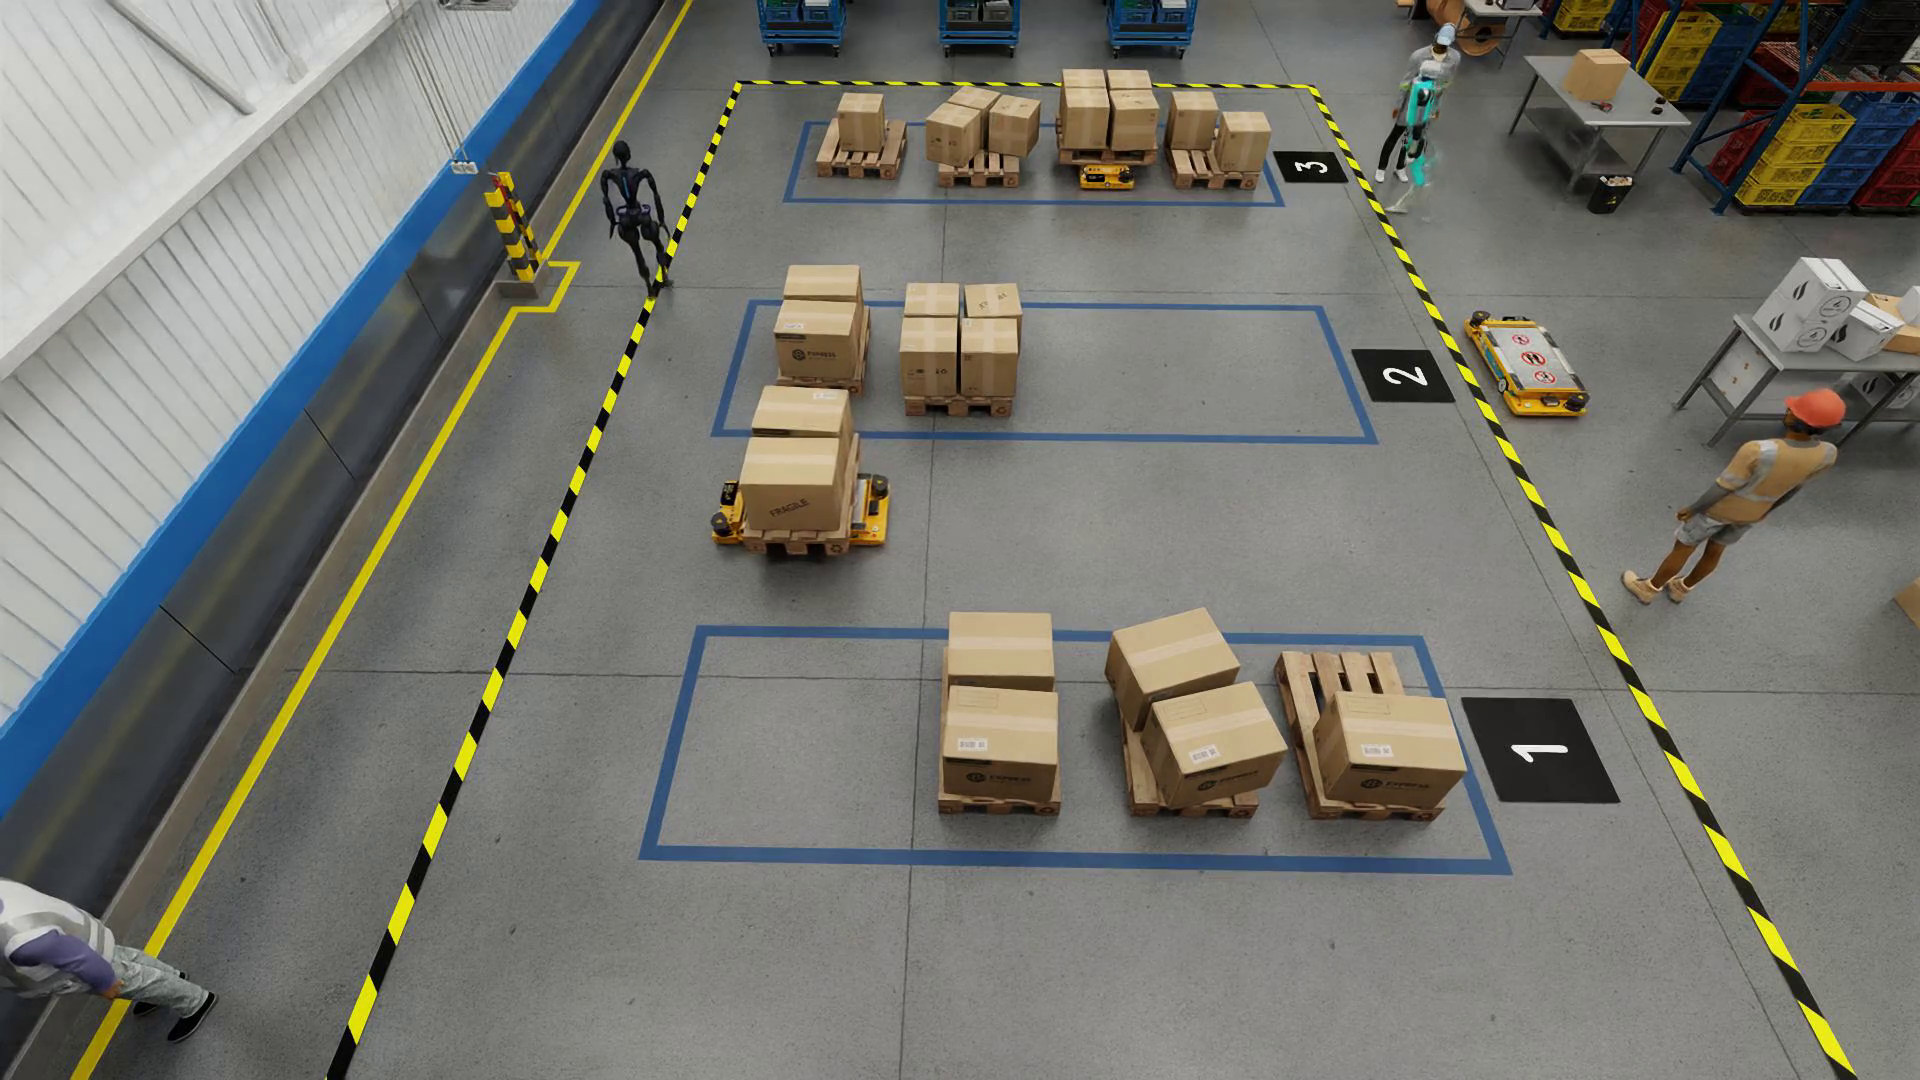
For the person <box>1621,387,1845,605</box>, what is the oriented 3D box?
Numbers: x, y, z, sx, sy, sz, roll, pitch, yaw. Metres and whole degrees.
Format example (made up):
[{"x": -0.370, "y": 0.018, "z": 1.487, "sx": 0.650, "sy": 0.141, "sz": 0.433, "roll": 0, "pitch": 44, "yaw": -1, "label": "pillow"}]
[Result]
[{"x": 5.542, "y": -0.259, "z": 6.586, "sx": 0.613, "sy": 2.042, "sz": 0.373, "roll": 0, "pitch": 49, "yaw": 0, "label": "person"}]

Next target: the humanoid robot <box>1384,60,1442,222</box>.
[{"x": 5.314, "y": -4.472, "z": 10.506, "sx": 0.761, "sy": 1.881, "sz": 0.544, "roll": 10, "pitch": 50, "yaw": 8, "label": "humanoid robot"}]

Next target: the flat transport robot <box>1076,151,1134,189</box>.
[{"x": 1.845, "y": -4.982, "z": 11.827, "sx": 0.652, "sy": 0.197, "sz": 1.431, "roll": 1, "pitch": 49, "yaw": 1, "label": "flat transport robot"}]

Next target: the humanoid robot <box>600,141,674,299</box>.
[{"x": -3.334, "y": -3.272, "z": 9.439, "sx": 0.616, "sy": 1.644, "sz": 0.415, "roll": -7, "pitch": 50, "yaw": -6, "label": "humanoid robot"}]

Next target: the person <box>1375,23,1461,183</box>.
[{"x": 5.513, "y": -5.211, "z": 10.999, "sx": 0.589, "sy": 1.848, "sz": 0.405, "roll": 0, "pitch": 49, "yaw": 0, "label": "person"}]

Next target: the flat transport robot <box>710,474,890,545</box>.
[{"x": -1.334, "y": -0.273, "z": 7.751, "sx": 1.431, "sy": 0.197, "sz": 0.652, "roll": 1, "pitch": 49, "yaw": 1, "label": "flat transport robot"}]

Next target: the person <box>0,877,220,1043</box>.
[{"x": -4.528, "y": 2.132, "z": 4.655, "sx": 0.598, "sy": 1.827, "sz": 0.404, "roll": 22, "pitch": 53, "yaw": 18, "label": "person"}]

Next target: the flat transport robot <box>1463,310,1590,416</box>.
[{"x": 5.573, "y": -1.757, "z": 9.054, "sx": 0.659, "sy": 0.231, "sz": 1.431, "roll": 1, "pitch": 49, "yaw": 1, "label": "flat transport robot"}]
